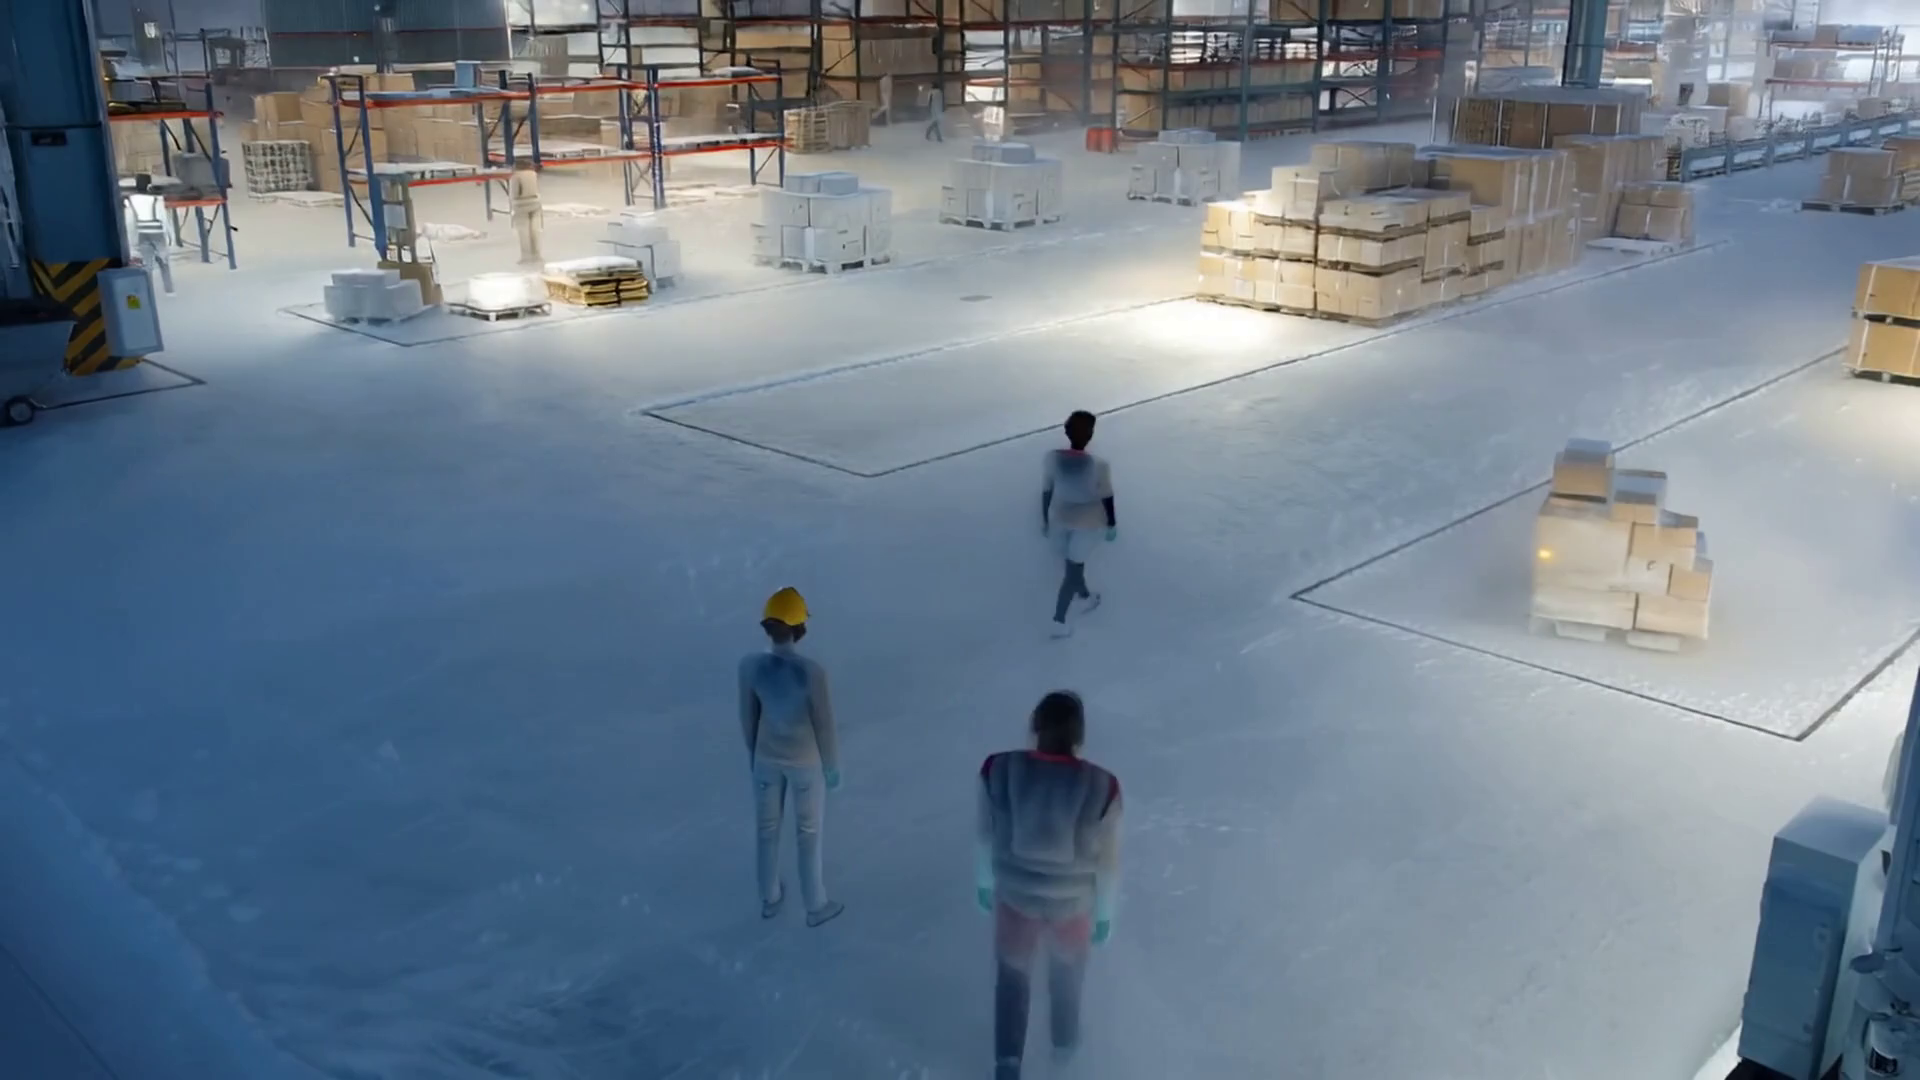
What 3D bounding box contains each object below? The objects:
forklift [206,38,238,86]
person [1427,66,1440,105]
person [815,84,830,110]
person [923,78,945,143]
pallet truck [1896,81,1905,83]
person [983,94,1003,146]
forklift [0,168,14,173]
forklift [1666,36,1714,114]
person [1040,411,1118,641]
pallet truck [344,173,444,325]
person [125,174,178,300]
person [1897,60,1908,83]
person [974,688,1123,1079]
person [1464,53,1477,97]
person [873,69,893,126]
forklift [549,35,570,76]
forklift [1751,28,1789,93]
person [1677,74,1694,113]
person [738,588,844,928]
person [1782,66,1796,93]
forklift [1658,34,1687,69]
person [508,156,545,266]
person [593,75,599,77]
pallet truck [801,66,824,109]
[{"bbox_3d":[-26.343,-16.562,59.682,1.873,2.768,1.129,17,25,41],"label":"forklift"},{"bbox_3d":[18.800,-17.837,65.496,0.655,1.611,0.519,6,19,17],"label":"person"},{"bbox_3d":[-4.249,-13.334,51.821,0.543,1.677,0.640,-13,22,-34],"label":"person"},{"bbox_3d":[-0.806,-13.185,51.022,0.964,1.924,0.613,14,23,35],"label":"person"},{"bbox_3d":[34.802,-16.331,61.455,0.653,1.274,1.630,17,25,41],"label":"pallet truck"},{"bbox_3d":[0.871,-10.740,43.702,0.563,1.894,0.988,3,19,8],"label":"person"},{"bbox_3d":[-24.914,-10.604,41.730,1.129,2.768,1.873,17,25,41],"label":"forklift"},{"bbox_3d":[27.341,-17.291,61.877,1.129,2.768,1.873,17,25,41],"label":"forklift"},{"bbox_3d":[0.867,-0.131,12.097,0.547,1.643,0.888,12,22,31],"label":"person"},{"bbox_3d":[-8.209,-4.181,23.757,0.823,1.965,1.885,3,19,9],"label":"pallet truck"},{"bbox_3d":[-12.184,-4.552,25.051,0.574,1.886,0.356,-3,19,-10],"label":"person"},{"bbox_3d":[37.379,-18.150,66.121,0.420,1.816,0.611,17,25,42],"label":"person"},{"bbox_3d":[0.354,1.496,6.941,0.631,1.819,0.761,4,19,11],"label":"person"},{"bbox_3d":[22.108,-20.141,72.097,0.382,1.840,0.563,-13,22,-34],"label":"person"},{"bbox_3d":[-2.593,-15.054,56.666,0.637,1.910,0.647,-14,23,-36],"label":"person"},{"bbox_3d":[-15.076,-17.613,62.846,1.873,2.768,1.129,4,19,13],"label":"forklift"},{"bbox_3d":[36.718,-21.697,75.151,1.129,2.768,1.873,17,25,41],"label":"forklift"},{"bbox_3d":[25.198,-15.346,57.881,0.656,1.671,0.557,-16,24,-39],"label":"person"},{"bbox_3d":[-0.837,1.083,8.261,0.525,1.769,0.308,7,20,21],"label":"person"},{"bbox_3d":[33.453,-18.500,67.084,0.596,1.894,1.035,11,21,30],"label":"person"},{"bbox_3d":[27.844,-18.435,65.323,1.129,2.768,1.873,17,25,41],"label":"forklift"},{"bbox_3d":[-7.374,-5.584,28.255,0.431,1.835,0.623,16,24,40],"label":"person"},{"bbox_3d":[-11.707,-14.125,53.921,0.976,1.878,0.603,5,19,14],"label":"person"},{"bbox_3d":[-4.812,-15.182,56.903,0.823,1.965,1.885,-9,21,-26],"label":"pallet truck"}]
